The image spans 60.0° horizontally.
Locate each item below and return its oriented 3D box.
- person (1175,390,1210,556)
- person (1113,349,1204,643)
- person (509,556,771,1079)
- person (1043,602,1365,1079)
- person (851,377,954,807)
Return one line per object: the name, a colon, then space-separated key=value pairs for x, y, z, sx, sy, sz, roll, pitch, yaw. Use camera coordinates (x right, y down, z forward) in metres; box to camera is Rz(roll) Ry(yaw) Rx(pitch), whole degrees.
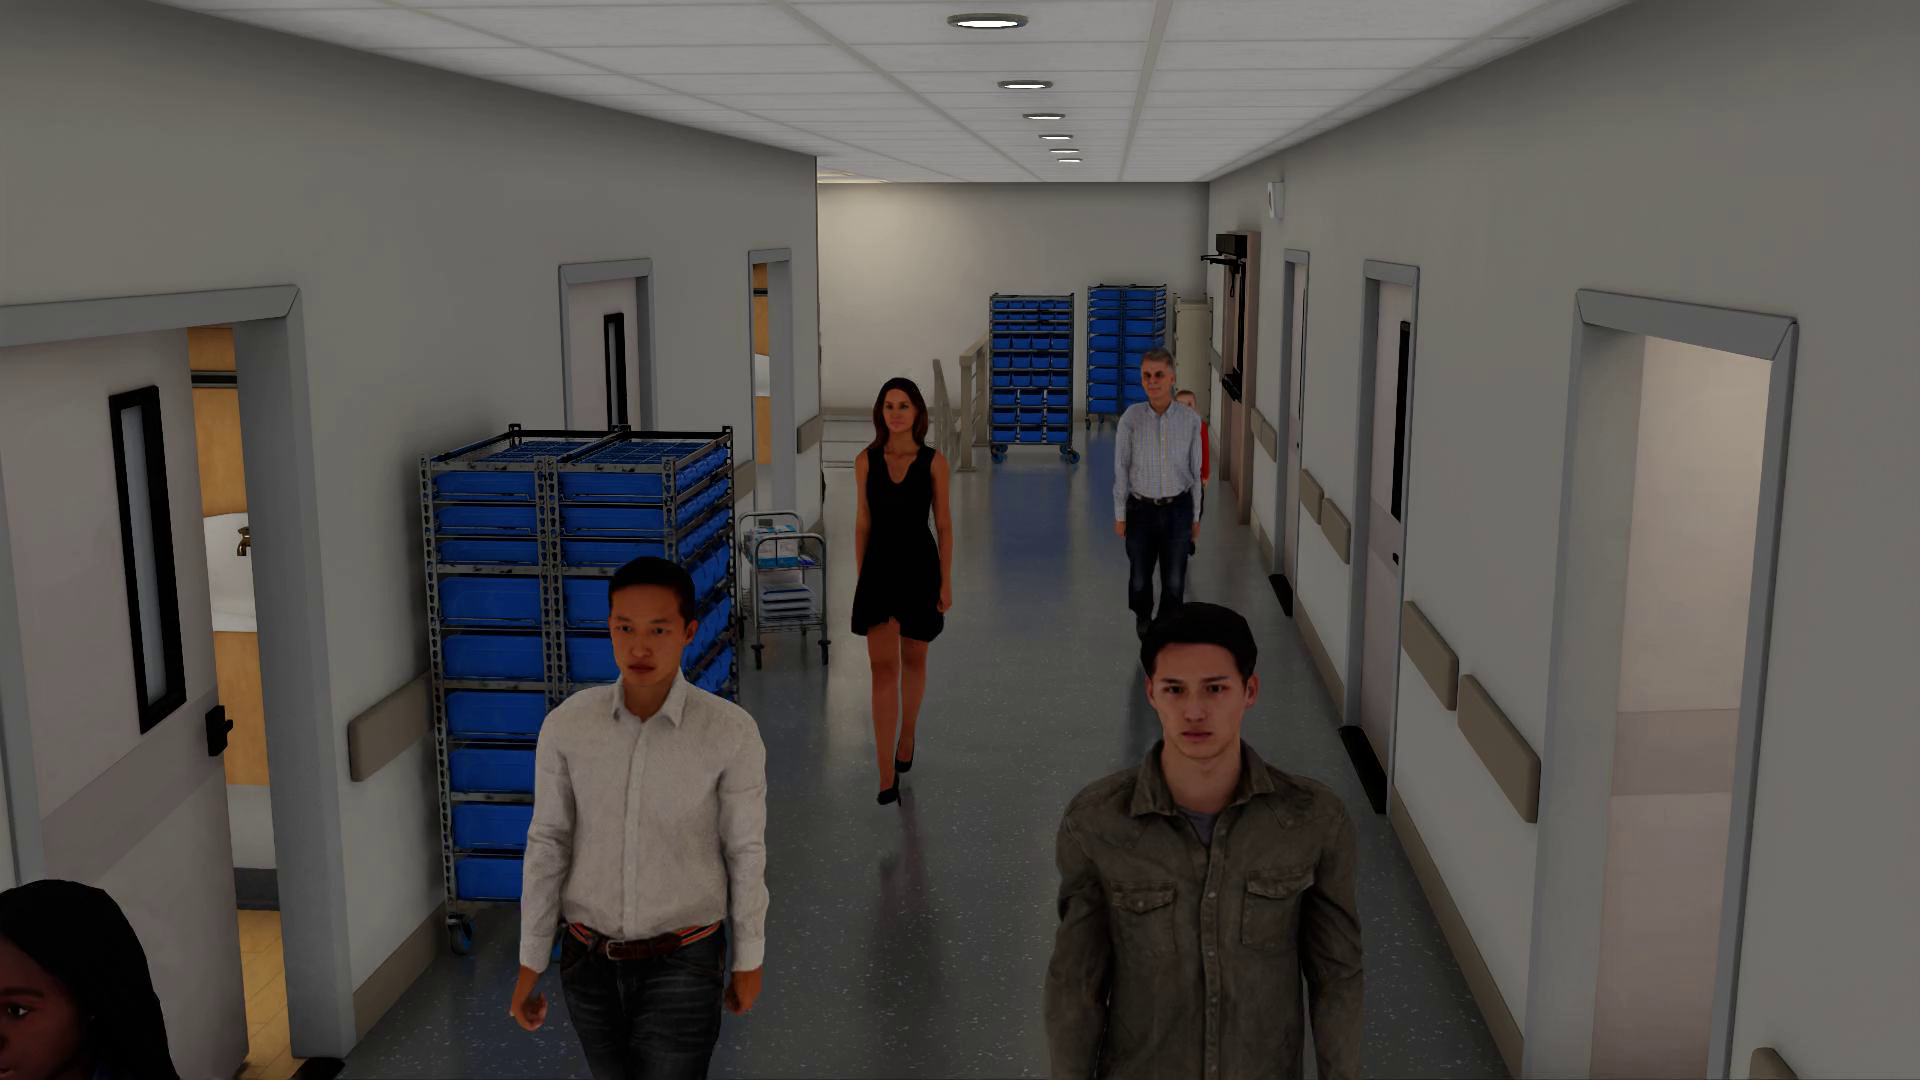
person: x=1.665 y=-0.474 z=12.325 sx=0.524 sy=1.273 sz=0.631 roll=0 pitch=11 yaw=0
person: x=1.100 y=-0.160 z=9.280 sx=0.635 sy=1.792 sz=1.106 roll=1 pitch=11 yaw=6
person: x=-0.667 y=0.914 z=3.655 sx=0.726 sy=1.778 sz=1.154 roll=2 pitch=11 yaw=10
person: x=0.434 y=1.007 z=2.980 sx=0.702 sy=1.847 sz=0.743 roll=1 pitch=11 yaw=4
person: x=-0.234 y=0.219 z=7.272 sx=0.601 sy=1.794 sz=1.107 roll=1 pitch=11 yaw=3
